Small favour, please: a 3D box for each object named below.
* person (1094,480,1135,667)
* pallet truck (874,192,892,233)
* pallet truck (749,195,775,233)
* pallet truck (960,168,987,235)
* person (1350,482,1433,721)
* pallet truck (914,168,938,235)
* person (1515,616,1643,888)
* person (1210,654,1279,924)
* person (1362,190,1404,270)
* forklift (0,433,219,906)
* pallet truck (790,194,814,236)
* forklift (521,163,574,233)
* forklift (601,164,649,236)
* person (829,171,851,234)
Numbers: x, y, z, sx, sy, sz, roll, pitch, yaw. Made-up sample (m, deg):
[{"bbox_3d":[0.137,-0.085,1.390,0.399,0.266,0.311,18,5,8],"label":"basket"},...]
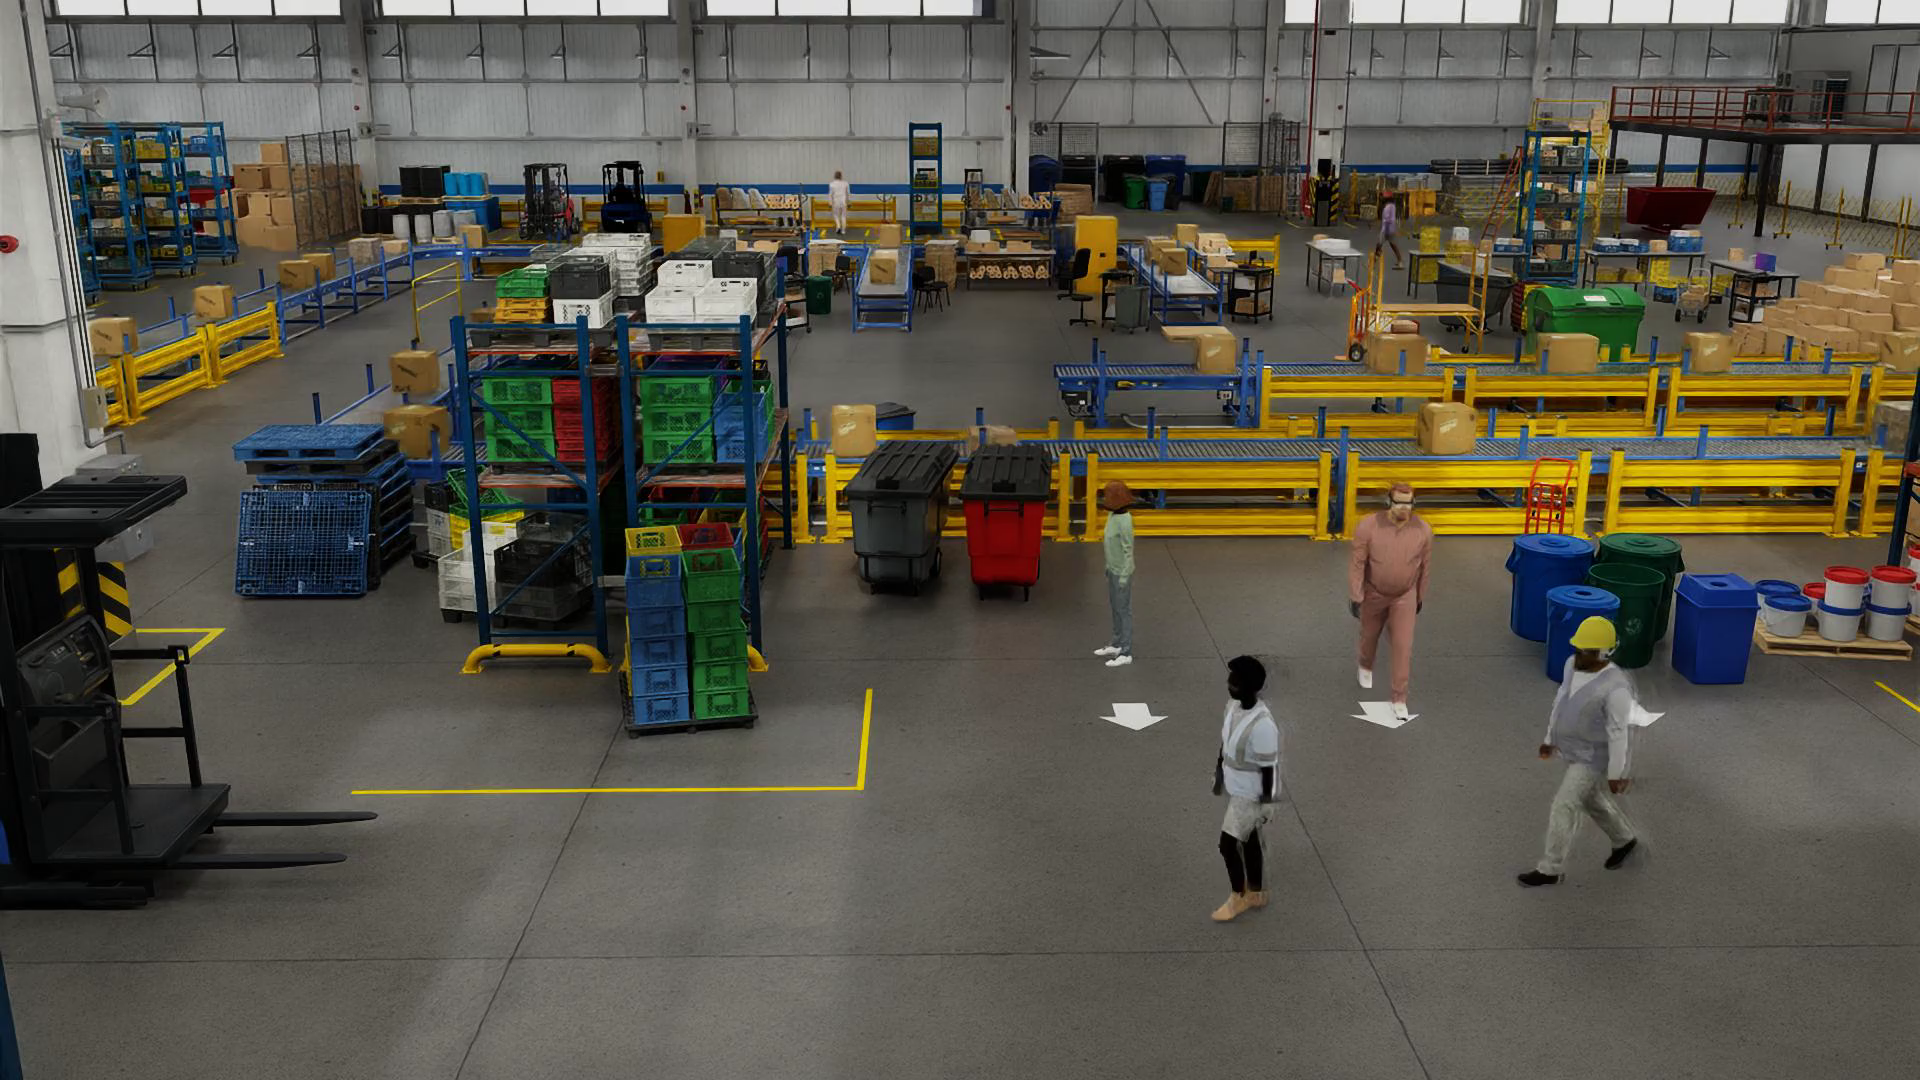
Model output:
[{"bbox_3d":[1.355,0.280,14.324,0.286,1.632,0.501,-3,16,-10],"label":"person"},{"bbox_3d":[-2.277,-9.986,50.594,0.653,1.274,1.630,0,16,-1],"label":"pallet truck"},{"bbox_3d":[-6.051,-9.967,50.660,0.680,1.201,1.601,0,16,-1],"label":"pallet truck"},{"bbox_3d":[0.383,-10.230,50.206,0.823,1.965,1.885,-1,16,-3],"label":"pallet truck"},{"bbox_3d":[3.461,0.420,13.445,0.642,1.863,0.996,2,16,8],"label":"person"},{"bbox_3d":[-0.989,-10.316,50.507,0.823,1.965,1.885,1,16,3],"label":"pallet truck"},{"bbox_3d":[3.994,1.309,10.465,0.869,1.799,0.589,-2,16,-7],"label":"person"},{"bbox_3d":[1.647,1.497,9.992,0.524,1.678,0.558,-3,16,-12],"label":"person"},{"bbox_3d":[10.722,-7.779,41.729,1.074,1.991,0.621,12,20,35],"label":"person"},{"bbox_3d":[-5.952,0.780,10.366,1.873,2.768,1.129,0,16,-1],"label":"forklift"},{"bbox_3d":[-4.814,-9.883,50.259,0.704,1.261,1.522,-1,16,-3],"label":"pallet truck"},{"bbox_3d":[-12.233,-10.122,49.298,1.157,1.987,2.680,0,16,-1],"label":"forklift"},{"bbox_3d":[-9.948,-10.127,49.296,1.157,1.987,2.680,-1,16,-3],"label":"forklift"},{"bbox_3d":[-3.636,-10.185,50.234,0.684,1.890,0.426,-5,17,-16],"label":"person"}]
